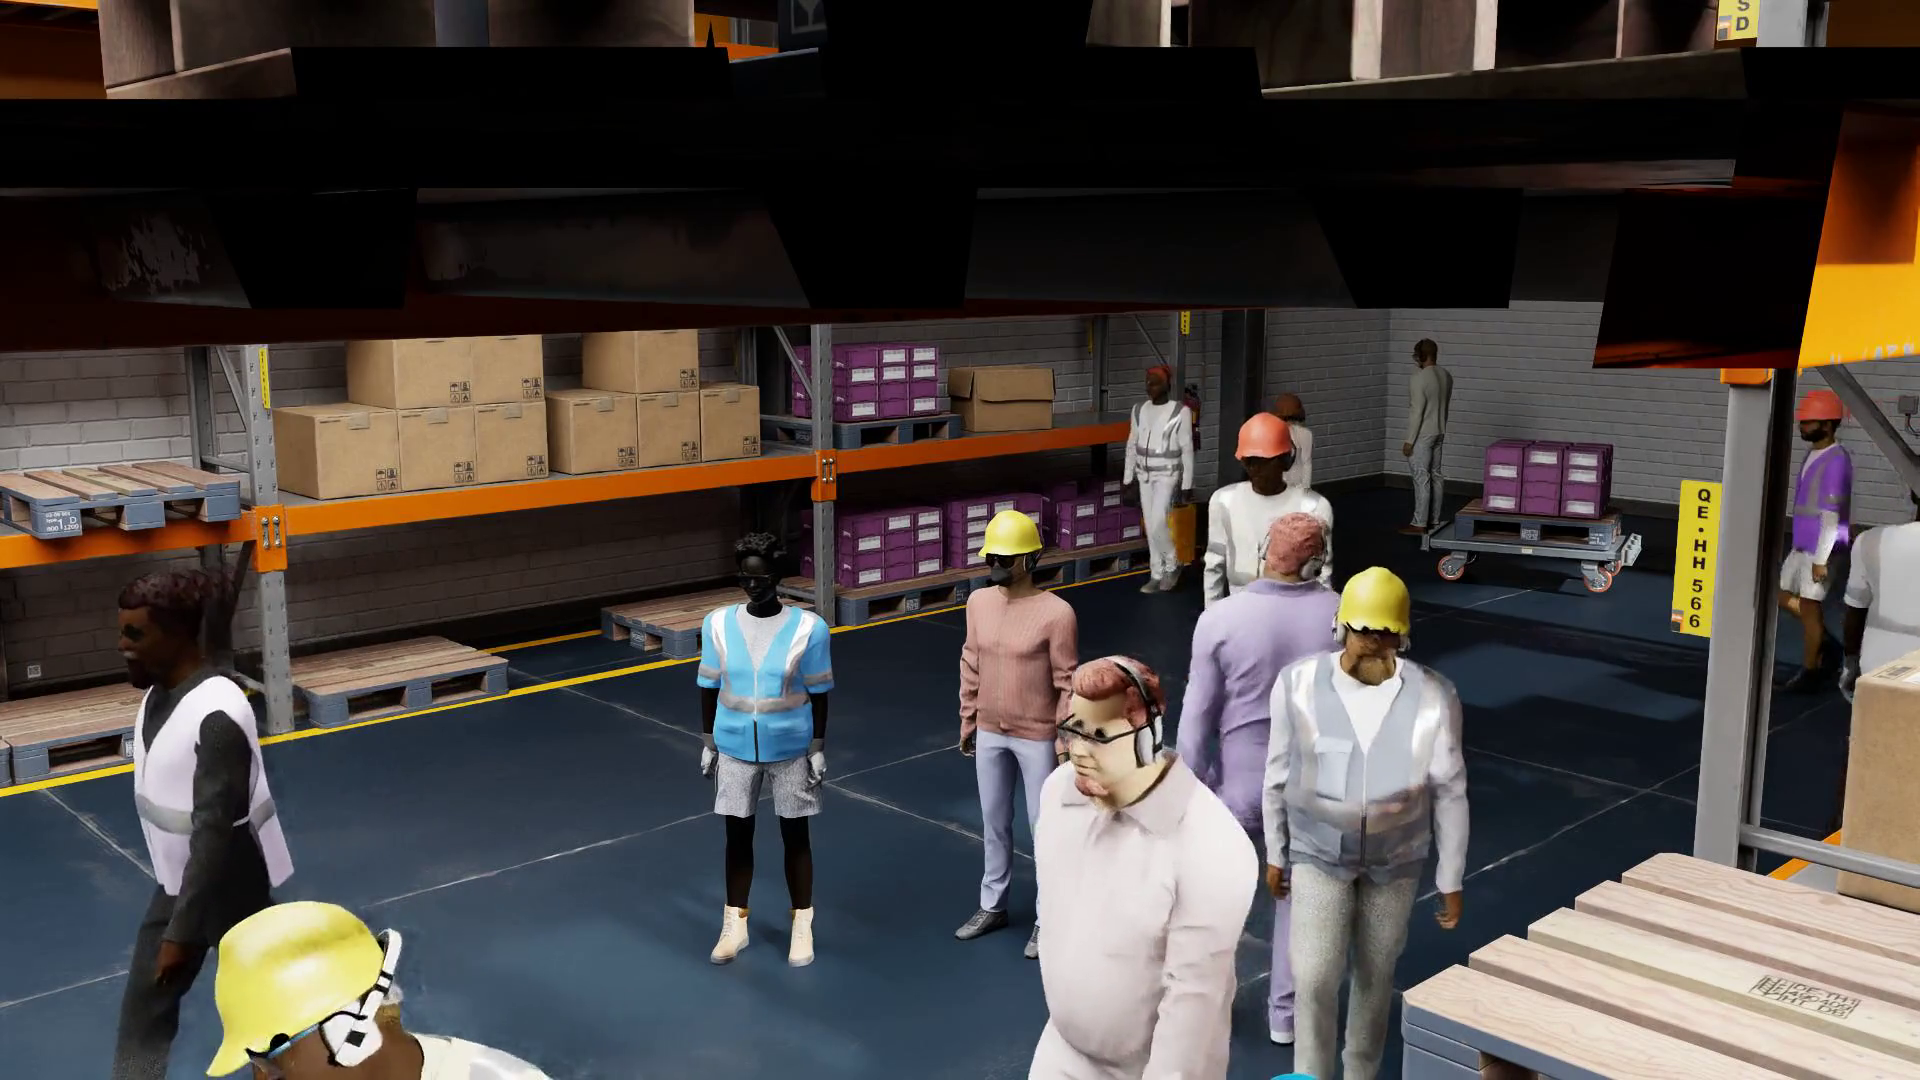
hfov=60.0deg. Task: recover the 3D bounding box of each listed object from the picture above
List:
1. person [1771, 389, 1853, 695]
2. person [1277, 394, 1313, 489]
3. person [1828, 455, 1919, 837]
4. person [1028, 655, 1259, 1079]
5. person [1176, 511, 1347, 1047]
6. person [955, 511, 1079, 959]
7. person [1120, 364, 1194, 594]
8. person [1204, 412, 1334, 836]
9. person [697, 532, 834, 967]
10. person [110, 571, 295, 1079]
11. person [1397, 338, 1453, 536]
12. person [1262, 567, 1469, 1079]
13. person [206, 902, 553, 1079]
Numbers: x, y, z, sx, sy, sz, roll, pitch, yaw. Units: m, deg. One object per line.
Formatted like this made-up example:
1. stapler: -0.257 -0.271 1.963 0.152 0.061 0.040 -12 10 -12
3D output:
1. person: 5.311 0.029 10.309 0.454 1.924 0.574 2 10 11
2. person: 2.751 -0.402 13.729 0.688 1.602 0.525 -9 13 -42
3. person: 4.080 0.565 7.182 0.917 1.934 0.603 -8 13 -39
4. person: 0.299 1.183 3.691 0.810 1.873 0.645 -9 13 -42
5. person: 1.055 0.830 5.785 0.785 1.876 0.397 0 10 -3
6. person: 0.211 0.757 6.513 0.533 1.767 0.326 7 12 35
7. person: 1.575 -0.485 13.468 0.417 1.866 0.587 -9 13 -42
8. person: 1.441 0.397 7.865 0.651 2.023 0.502 5 11 27
9. person: -0.754 0.806 6.427 0.535 1.697 0.318 1 10 6
10. person: -2.196 1.006 4.791 0.584 1.863 1.021 9 13 43
11. person: 4.569 -1.008 16.350 0.629 1.937 0.373 -9 13 -43
12. person: 1.221 0.990 5.000 0.610 1.807 0.682 1 10 8
13. person: -0.790 1.409 2.655 0.738 1.783 0.430 0 10 0
